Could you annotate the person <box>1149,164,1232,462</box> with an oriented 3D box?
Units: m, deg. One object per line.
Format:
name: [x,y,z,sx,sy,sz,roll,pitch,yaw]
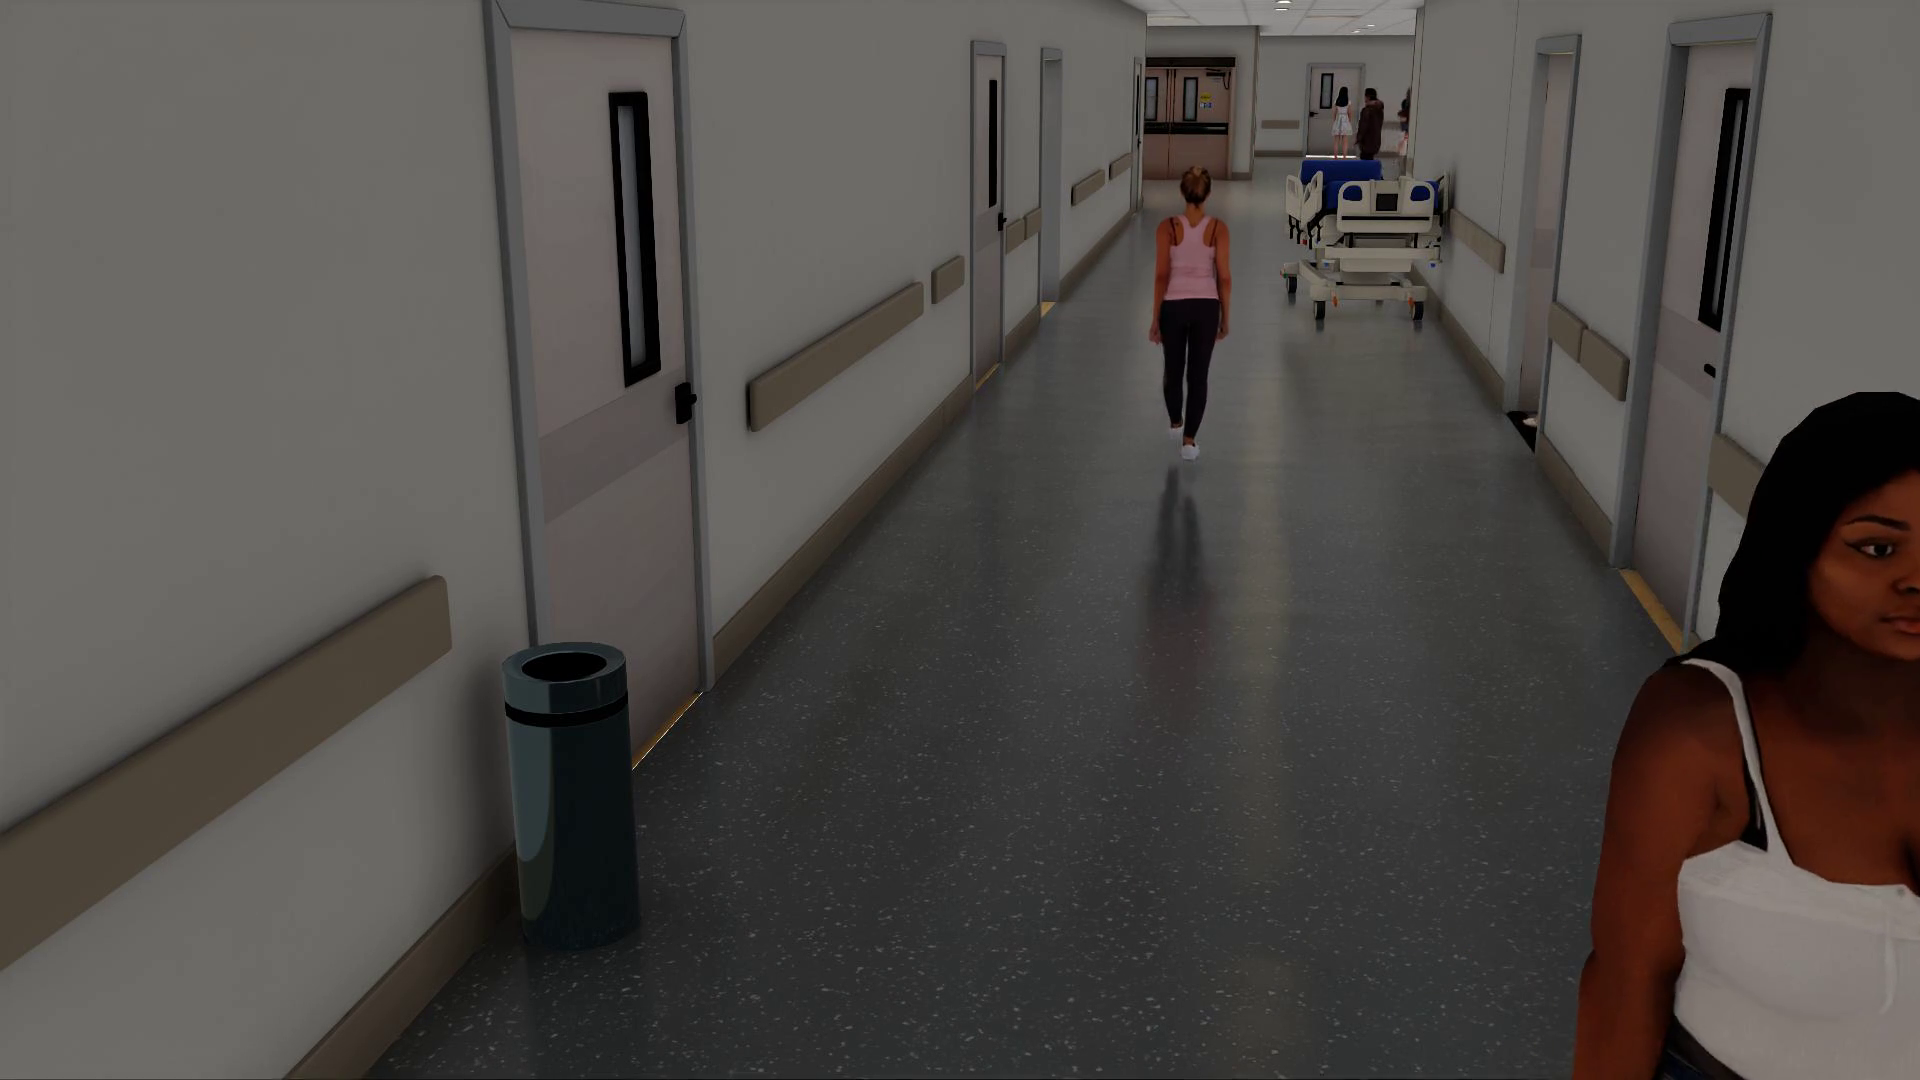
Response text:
person: [1.265,-1.204,9.135,1.022,1.591,0.671,3,16,12]

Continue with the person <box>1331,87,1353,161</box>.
person: [8.904,-9.650,38.765,0.656,1.769,0.775,7,17,24]

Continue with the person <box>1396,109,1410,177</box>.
person: [8.617,-7.653,32.315,0.705,1.426,0.670,-13,20,-39]

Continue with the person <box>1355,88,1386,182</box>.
person: [7.111,-6.805,28.565,0.926,1.829,0.899,11,19,33]

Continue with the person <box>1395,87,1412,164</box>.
person: [10.580,-9.703,38.997,0.824,1.746,0.763,-10,19,-33]

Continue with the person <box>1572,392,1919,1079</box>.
person: [0.943,0.703,1.989,0.652,1.799,0.753,0,16,1]
